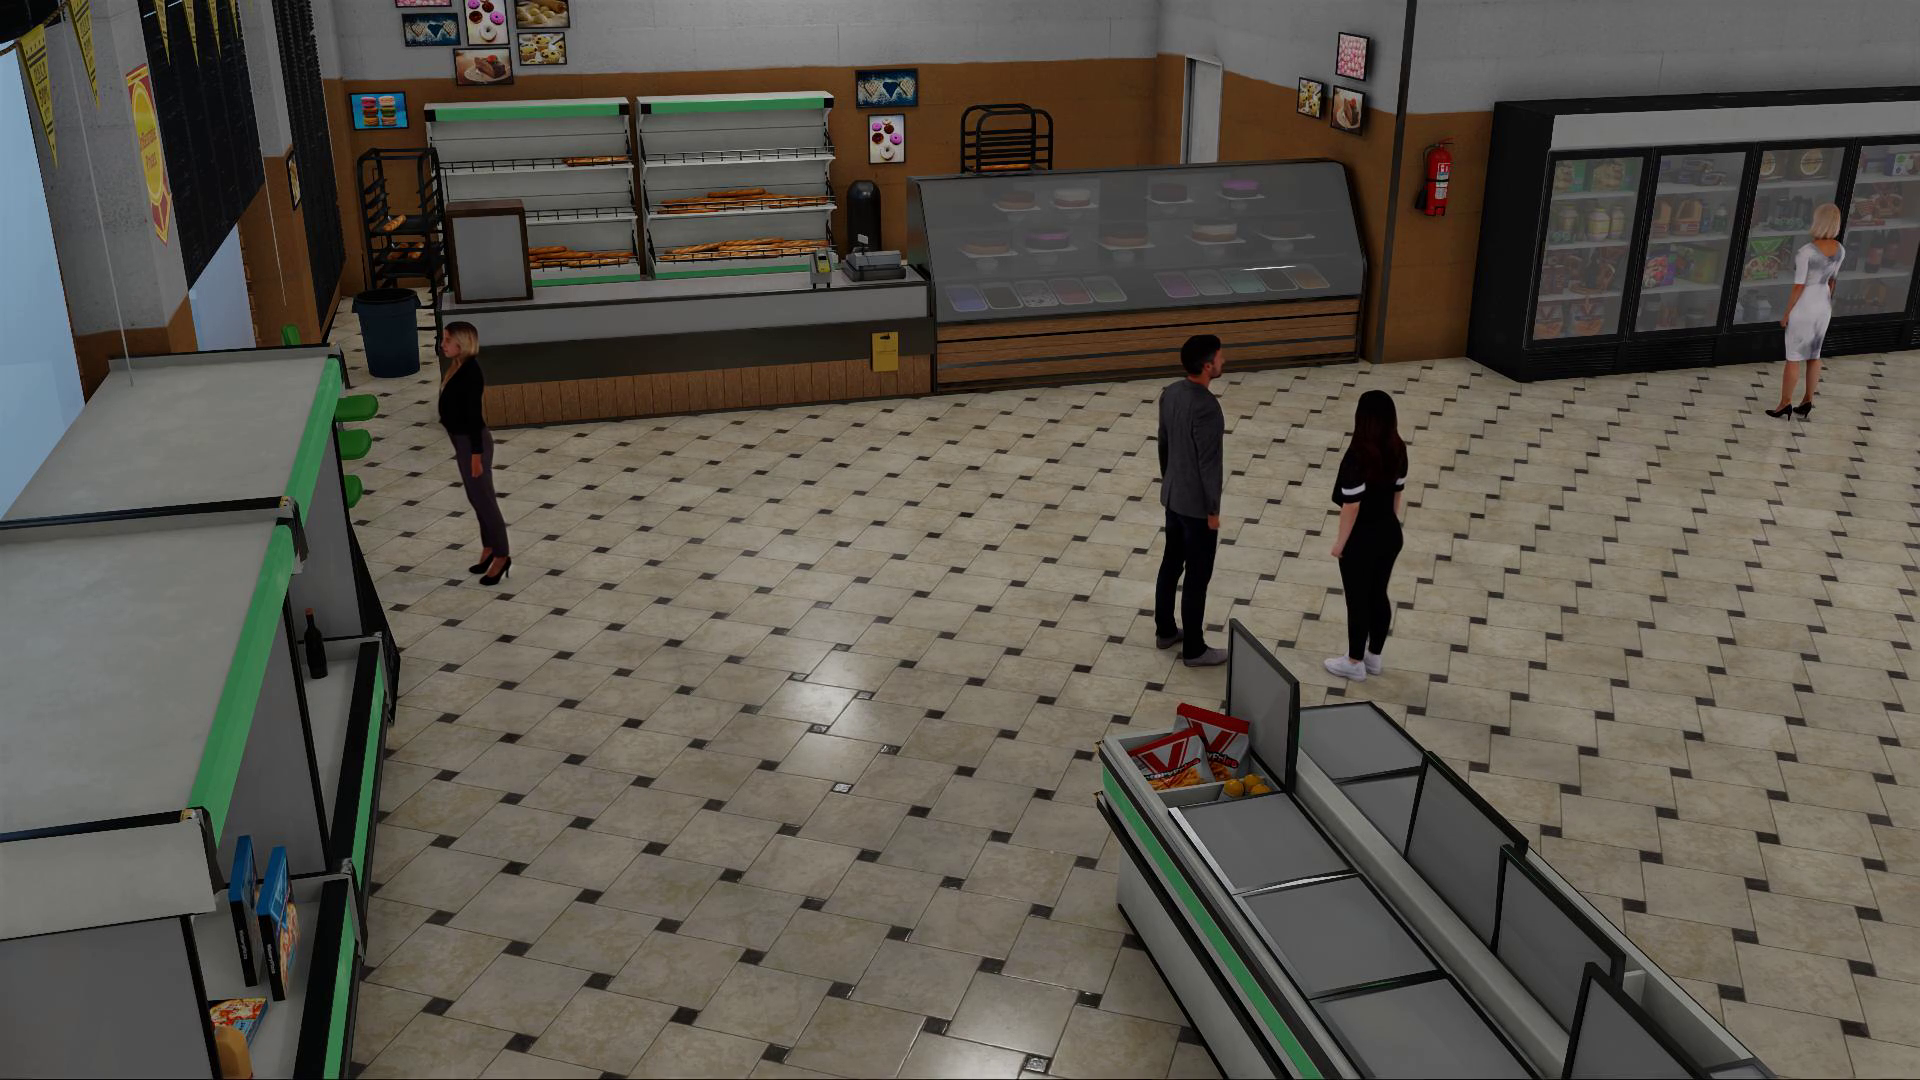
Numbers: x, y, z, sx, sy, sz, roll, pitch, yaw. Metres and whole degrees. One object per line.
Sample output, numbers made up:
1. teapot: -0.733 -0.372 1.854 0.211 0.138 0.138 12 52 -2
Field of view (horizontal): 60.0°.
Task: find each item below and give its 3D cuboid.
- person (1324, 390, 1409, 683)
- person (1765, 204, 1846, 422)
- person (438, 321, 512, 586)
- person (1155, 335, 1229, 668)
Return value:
1. person: 2.214 -0.023 9.026 0.673 1.638 0.675 -13 26 -30
2. person: 6.835 -1.830 13.373 0.553 1.751 0.490 -6 23 -14
3. person: -2.989 -0.542 10.282 0.679 1.666 0.531 -10 24 -23
4. person: 1.288 -0.225 9.214 0.779 1.874 0.594 -10 24 -23
